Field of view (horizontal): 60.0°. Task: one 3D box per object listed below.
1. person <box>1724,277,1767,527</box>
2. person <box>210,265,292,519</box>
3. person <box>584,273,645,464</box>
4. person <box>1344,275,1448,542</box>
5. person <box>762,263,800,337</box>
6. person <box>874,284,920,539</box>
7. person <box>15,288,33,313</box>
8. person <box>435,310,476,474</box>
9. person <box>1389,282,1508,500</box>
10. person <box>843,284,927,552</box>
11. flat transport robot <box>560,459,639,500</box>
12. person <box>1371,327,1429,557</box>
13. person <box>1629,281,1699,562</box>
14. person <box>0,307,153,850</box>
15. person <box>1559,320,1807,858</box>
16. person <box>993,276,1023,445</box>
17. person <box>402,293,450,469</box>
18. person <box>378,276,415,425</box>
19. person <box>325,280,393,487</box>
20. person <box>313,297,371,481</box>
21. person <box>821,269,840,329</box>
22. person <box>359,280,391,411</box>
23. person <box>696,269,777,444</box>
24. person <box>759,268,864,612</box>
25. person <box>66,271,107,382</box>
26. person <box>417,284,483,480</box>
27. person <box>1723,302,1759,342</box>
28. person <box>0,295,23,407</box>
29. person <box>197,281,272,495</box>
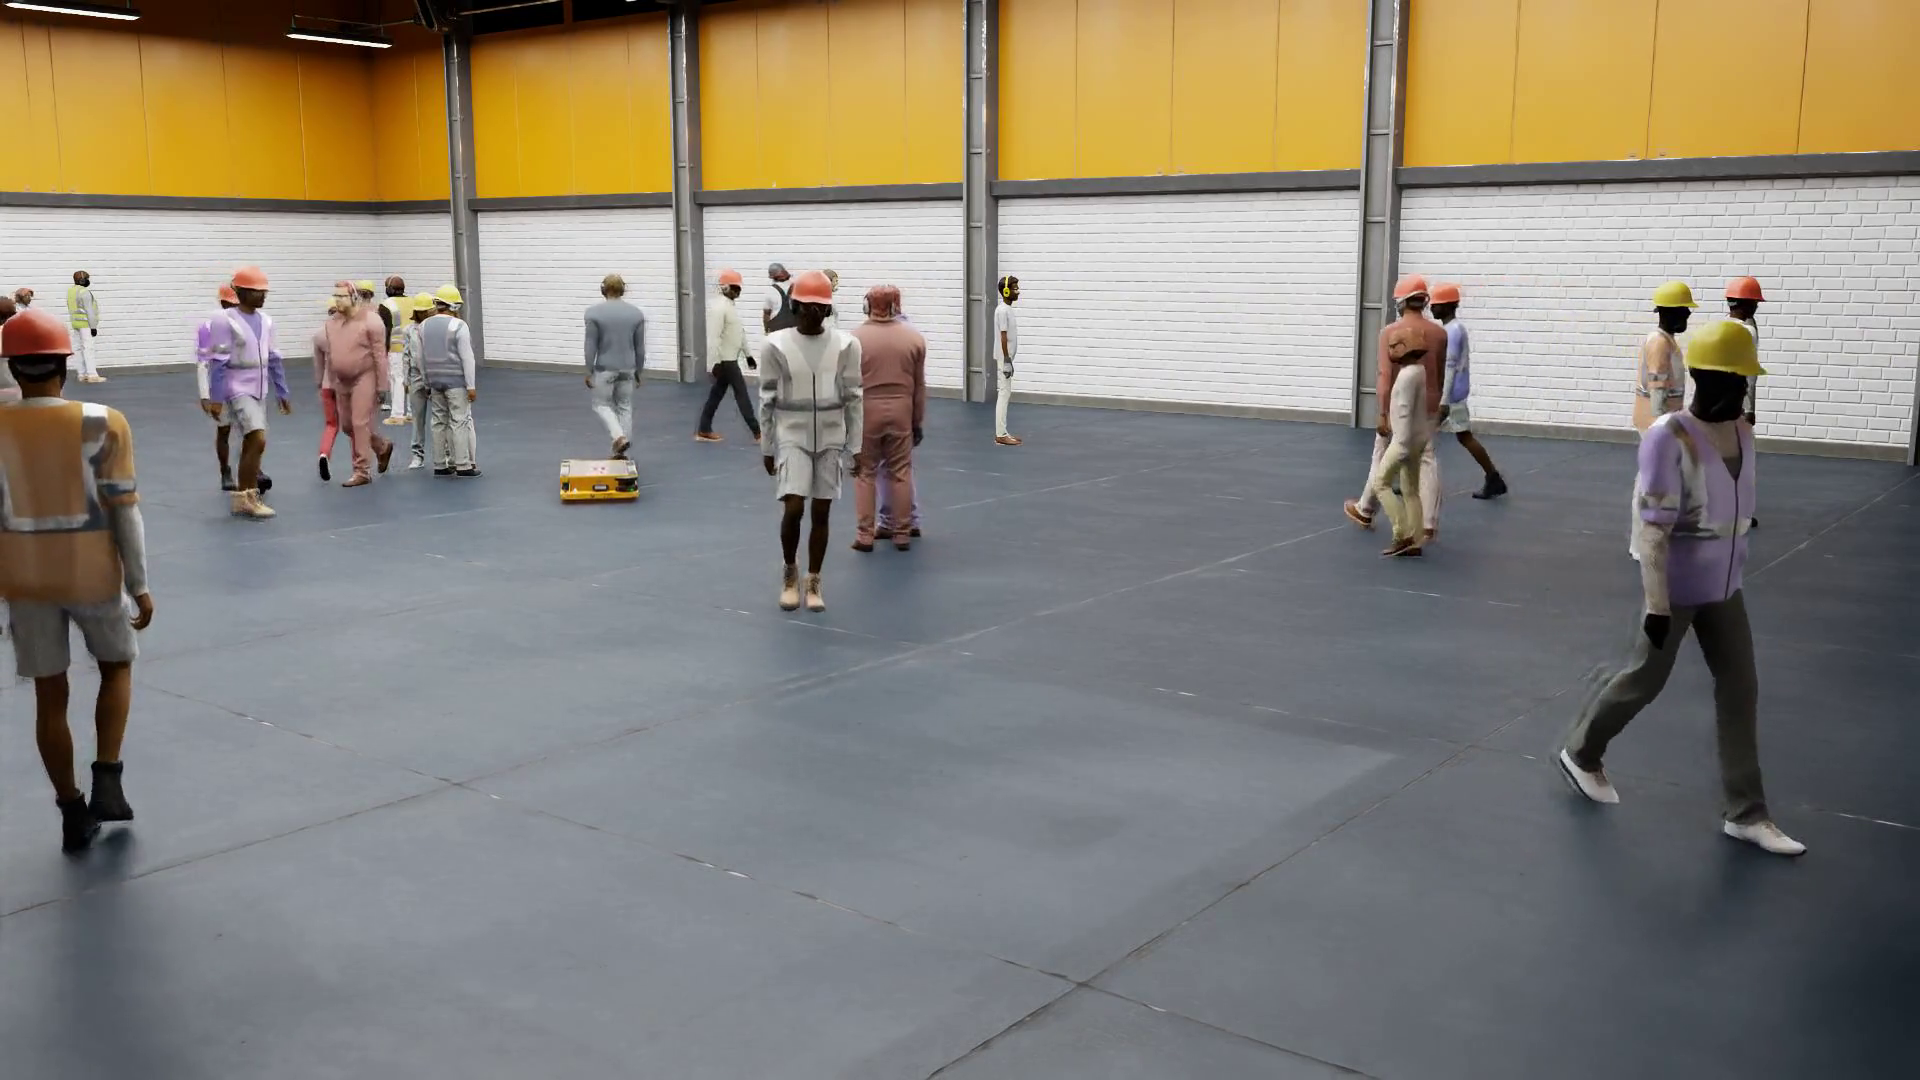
[{"bbox_3d":[6.023,-1.070,12.939,0.366,1.935,0.546,-2,10,-9],"label":"person"},{"bbox_3d":[-5.592,-1.159,13.211,0.681,2.017,0.641,3,10,16],"label":"person"},{"bbox_3d":[-3.412,-1.685,16.548,0.644,1.925,0.504,-7,12,-35],"label":"person"},{"bbox_3d":[3.309,-0.994,12.452,0.659,1.943,0.995,-3,10,-18],"label":"person"},{"bbox_3d":[-2.663,-3.239,25.264,0.753,2.000,0.540,-4,10,-21],"label":"person"},{"bbox_3d":[-0.515,-0.939,12.308,0.447,1.892,0.660,1,10,6],"label":"person"},{"bbox_3d":[-13.249,-2.755,23.617,0.309,1.637,0.512,1,10,5],"label":"person"},{"bbox_3d":[-4.887,-1.449,16.023,0.281,1.633,0.499,5,11,27],"label":"person"},{"bbox_3d":[4.274,-1.279,14.337,1.001,1.885,0.548,2,10,13],"label":"person"},{"bbox_3d":[-0.556,-0.859,11.808,0.652,1.905,0.403,-3,10,-18],"label":"person"},{"bbox_3d":[-3.203,-0.548,14.741,0.652,0.197,1.431,-2,10,-12],"label":"flat transport robot"},{"bbox_3d":[3.068,-0.666,11.545,0.405,1.612,0.497,5,11,29],"label":"person"},{"bbox_3d":[4.803,-0.800,11.393,0.367,1.928,0.584,4,10,21],"label":"person"},{"bbox_3d":[-3.193,0.142,5.915,0.586,1.920,0.419,-3,10,-19],"label":"person"},{"bbox_3d":[2.647,0.134,6.094,0.603,1.884,0.975,-5,11,-29],"label":"person"},{"bbox_3d":[0.536,-1.990,18.486,0.328,1.872,0.509,0,10,1],"label":"person"},{"bbox_3d":[-5.242,-1.563,16.392,0.483,1.735,0.311,-2,10,-9],"label":"person"},{"bbox_3d":[-6.985,-2.351,20.673,0.429,1.844,0.627,4,11,23],"label":"person"},{"bbox_3d":[-5.517,-1.456,15.358,0.656,1.886,0.738,4,11,23],"label":"person"},{"bbox_3d":[-5.802,-1.419,15.560,0.520,1.734,0.749,0,10,-2],"label":"person"},{"bbox_3d":[-1.627,-2.301,20.098,0.351,1.936,0.634,-3,10,-19],"label":"person"},{"bbox_3d":[-7.959,-2.614,22.418,0.522,1.769,0.327,-3,10,-14],"label":"person"},{"bbox_3d":[-2.527,-2.042,18.583,1.015,1.941,0.625,1,10,6],"label":"person"},{"bbox_3d":[-0.860,-0.568,9.762,0.602,2.024,0.469,-2,10,-14],"label":"person"},{"bbox_3d":[-14.467,-3.526,27.513,0.625,1.844,0.429,7,12,34],"label":"person"},{"bbox_3d":[-4.792,-1.482,15.644,0.601,1.827,0.403,4,11,24],"label":"person"},{"bbox_3d":[7.493,-1.554,16.018,0.520,1.844,0.330,-8,13,-40],"label":"person"},{"bbox_3d":[-7.304,-0.959,12.703,0.936,1.789,0.635,3,10,19],"label":"person"},{"bbox_3d":[-6.379,-1.330,14.627,0.580,1.868,1.031,-7,12,-37],"label":"person"}]
